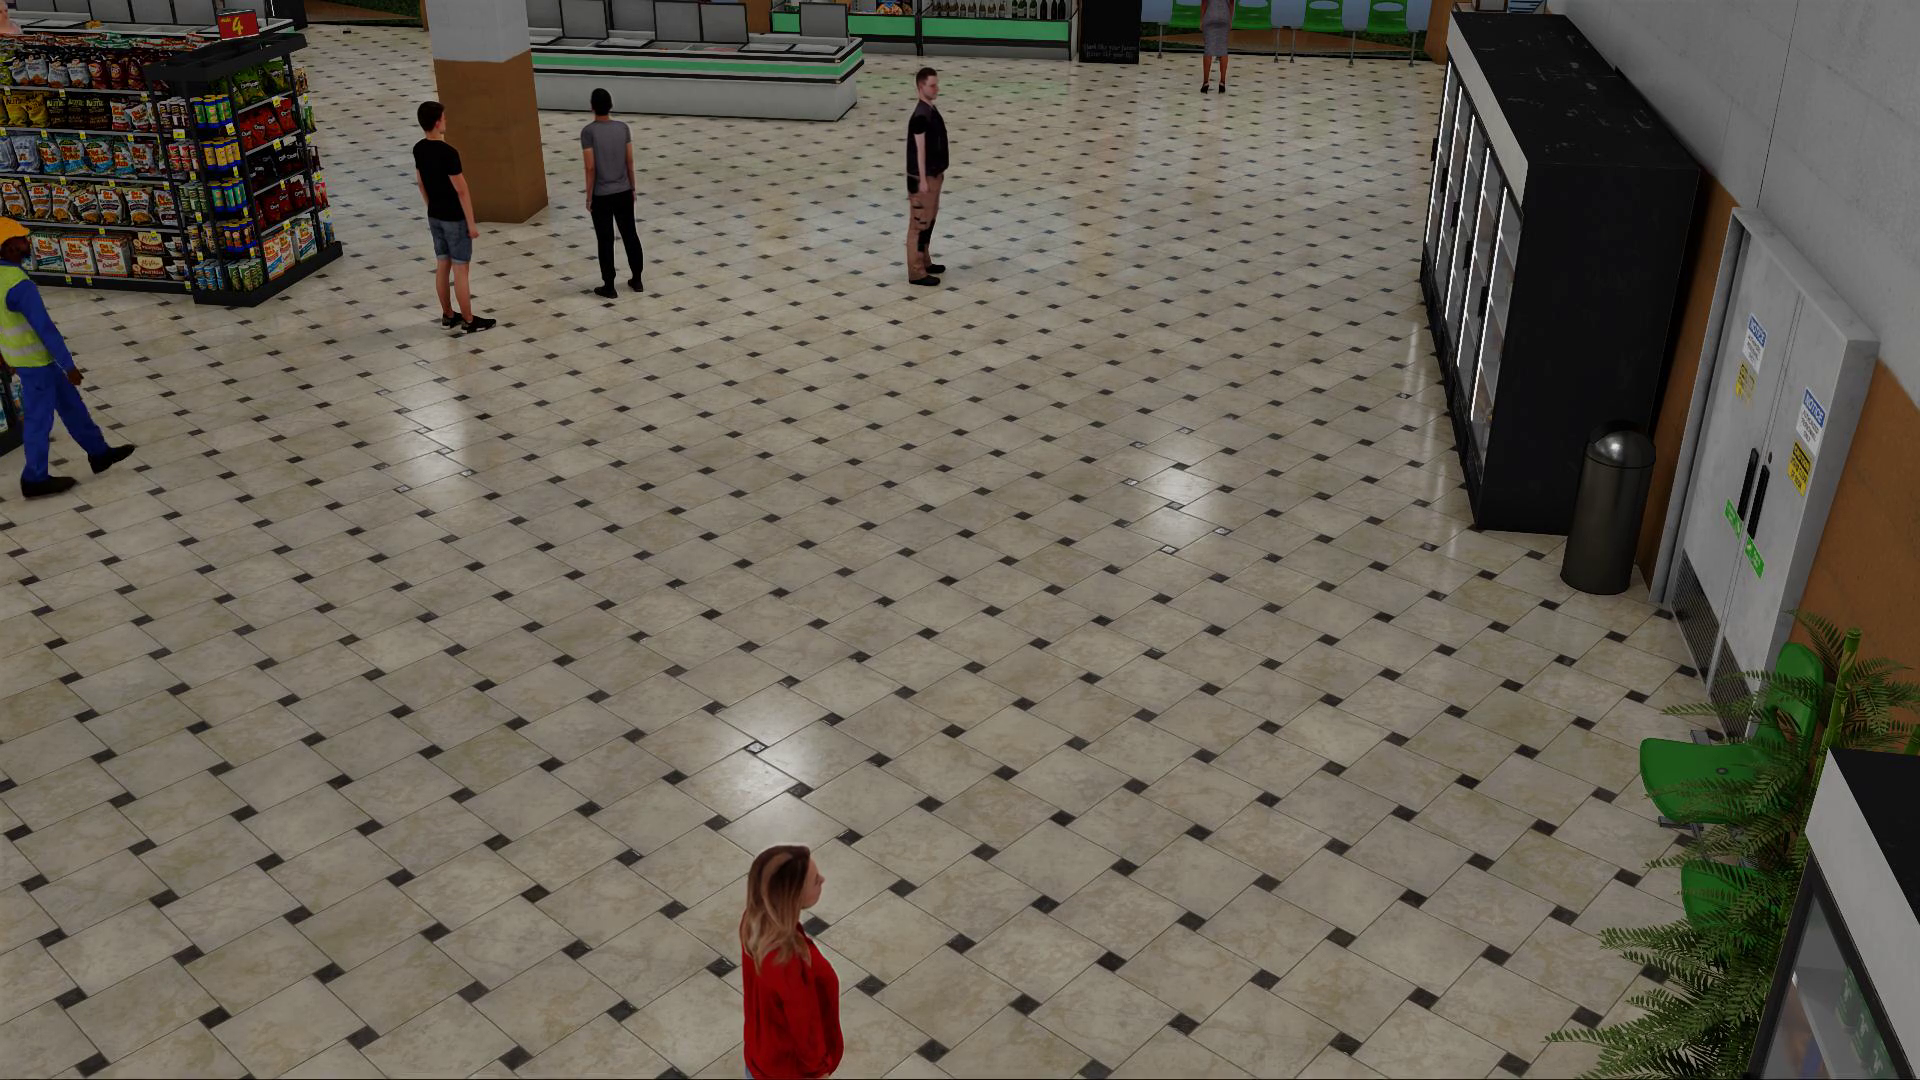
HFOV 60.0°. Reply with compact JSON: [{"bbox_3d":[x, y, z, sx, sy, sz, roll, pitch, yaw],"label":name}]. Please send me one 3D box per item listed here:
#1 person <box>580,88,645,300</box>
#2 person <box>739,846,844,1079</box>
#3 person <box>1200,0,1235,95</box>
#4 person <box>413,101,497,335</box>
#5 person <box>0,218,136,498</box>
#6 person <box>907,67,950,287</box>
[{"bbox_3d":[-2.964,-2.943,14.101,0.695,1.754,0.740,-20,33,-34],"label":"person"},{"bbox_3d":[-0.525,1.644,5.110,0.715,1.705,0.682,-14,30,-25],"label":"person"},{"bbox_3d":[3.304,-6.661,21.403,0.495,1.781,0.669,1,27,2],"label":"person"},{"bbox_3d":[-4.092,-2.570,13.263,0.640,1.847,0.788,16,31,29],"label":"person"},{"bbox_3d":[-5.912,-1.113,10.456,1.087,1.788,1.062,-22,34,-37],"label":"person"},{"bbox_3d":[-0.310,-3.174,14.460,0.561,1.840,0.666,4,27,8],"label":"person"}]
